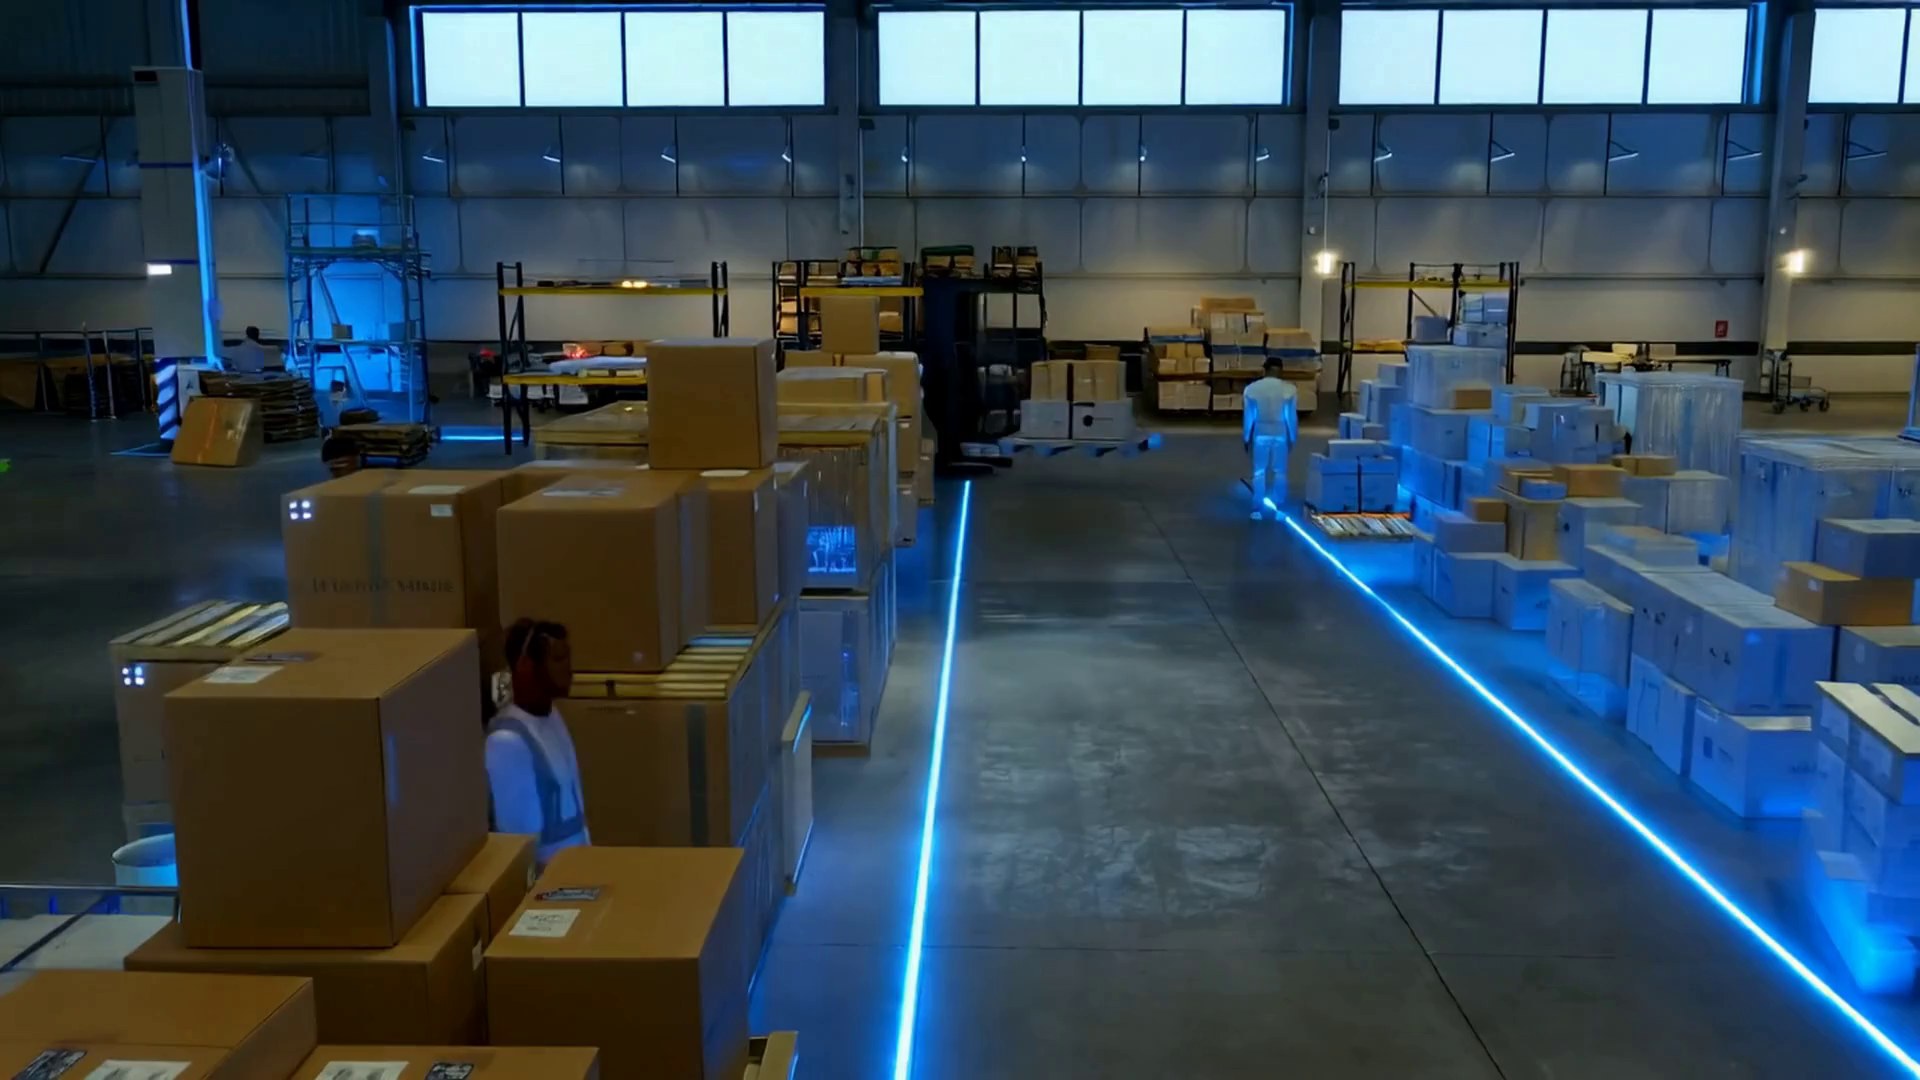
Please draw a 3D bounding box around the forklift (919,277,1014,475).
[{"bbox_3d":[-0.273,-2.402,24.023,1.873,2.768,1.129,3,10,18],"label":"forklift"}]

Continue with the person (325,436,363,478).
[{"bbox_3d":[-4.120,0.259,11.101,0.590,1.878,1.020,2,10,11],"label":"person"}]

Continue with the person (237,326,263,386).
[{"bbox_3d":[-12.779,-2.883,29.870,0.630,1.901,0.995,5,11,27],"label":"person"}]

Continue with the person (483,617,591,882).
[{"bbox_3d":[-1.502,1.175,5.689,0.874,1.858,0.579,1,10,5],"label":"person"}]

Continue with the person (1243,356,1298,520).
[{"bbox_3d":[3.657,-1.198,19.626,0.636,1.939,0.363,1,10,8],"label":"person"}]
